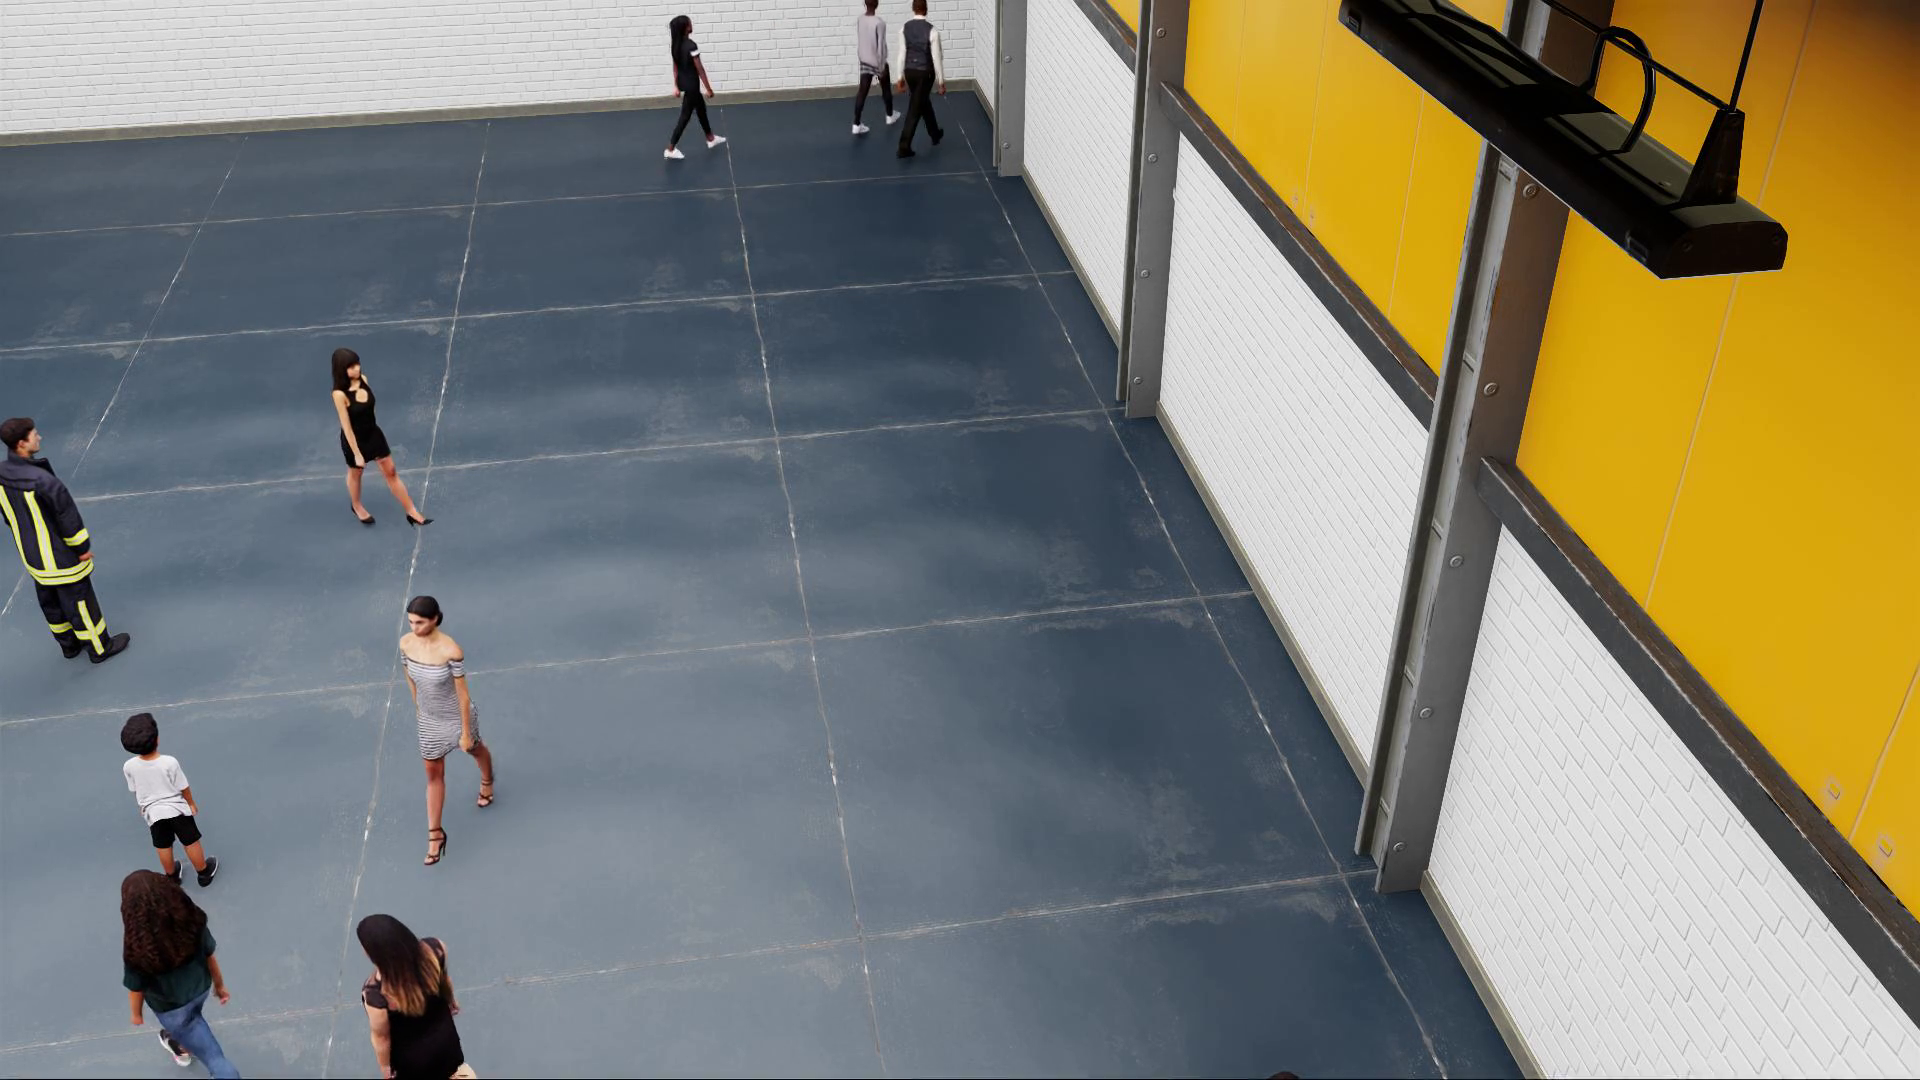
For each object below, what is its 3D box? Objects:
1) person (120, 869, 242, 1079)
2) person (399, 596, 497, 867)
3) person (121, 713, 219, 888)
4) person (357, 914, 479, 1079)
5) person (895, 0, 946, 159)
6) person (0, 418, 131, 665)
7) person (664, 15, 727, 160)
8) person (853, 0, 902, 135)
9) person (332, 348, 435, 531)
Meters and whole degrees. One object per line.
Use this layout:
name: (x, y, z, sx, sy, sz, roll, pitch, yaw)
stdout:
person: (-3.892, 2.366, 8.447, 1.069, 1.577, 1.055, 17, 37, 24)
person: (-3.096, 1.050, 10.244, 0.900, 1.779, 1.158, 7, 34, 11)
person: (-4.746, 1.576, 9.925, 0.478, 1.256, 0.473, -4, 34, -7)
person: (-2.585, 2.480, 8.165, 0.975, 1.699, 0.921, 19, 38, 26)
person: (-0.536, -5.514, 20.044, 1.235, 1.862, 1.358, 18, 37, 25)
person: (-6.388, 0.017, 11.667, 0.891, 1.923, 0.891, 12, 36, 18)
person: (-3.322, -5.412, 20.050, 1.058, 1.686, 1.199, -24, 41, -32)
person: (-1.157, -5.912, 20.764, 1.121, 1.727, 1.183, 22, 39, 29)
person: (-4.798, -0.780, 13.149, 1.007, 1.610, 1.045, 13, 36, 19)
